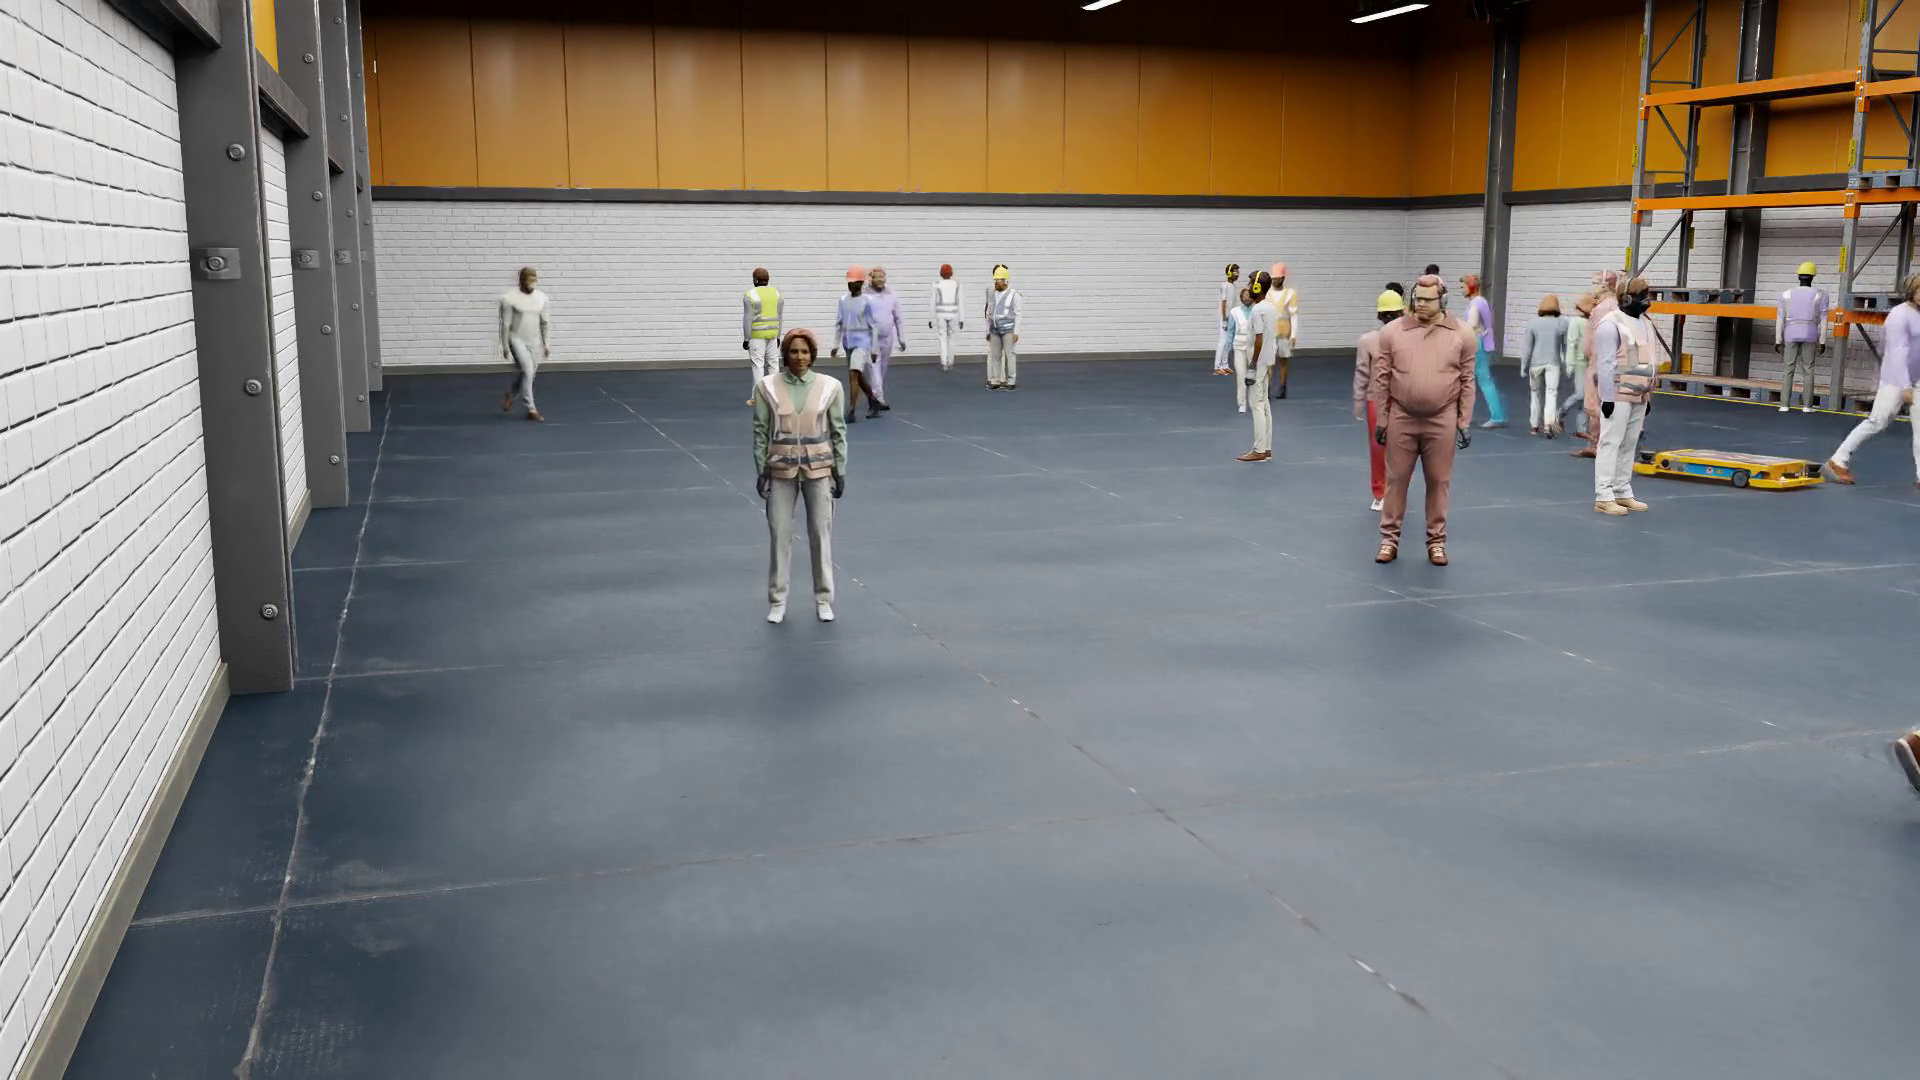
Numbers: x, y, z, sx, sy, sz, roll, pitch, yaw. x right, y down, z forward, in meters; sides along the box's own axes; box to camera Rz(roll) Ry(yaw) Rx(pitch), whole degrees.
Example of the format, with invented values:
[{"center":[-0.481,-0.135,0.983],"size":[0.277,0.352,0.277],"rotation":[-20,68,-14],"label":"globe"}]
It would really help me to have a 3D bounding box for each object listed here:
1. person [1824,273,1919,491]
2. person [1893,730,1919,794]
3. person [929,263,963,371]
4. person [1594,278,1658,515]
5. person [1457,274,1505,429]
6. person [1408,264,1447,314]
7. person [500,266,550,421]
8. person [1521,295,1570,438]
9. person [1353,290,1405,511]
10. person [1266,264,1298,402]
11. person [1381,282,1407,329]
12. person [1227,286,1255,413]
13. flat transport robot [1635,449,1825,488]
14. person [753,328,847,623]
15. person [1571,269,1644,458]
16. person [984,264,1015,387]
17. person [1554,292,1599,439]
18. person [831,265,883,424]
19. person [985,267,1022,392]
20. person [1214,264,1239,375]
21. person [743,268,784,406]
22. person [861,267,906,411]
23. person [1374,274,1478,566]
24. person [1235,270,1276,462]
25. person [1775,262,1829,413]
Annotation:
[{"center":[8.063,-1.362,14.355],"size":[0.619,1.895,1.037],"rotation":[-6,12,-32],"label":"person"},{"center":[3.784,0.236,5.918],"size":[0.655,1.602,0.508],"rotation":[0,10,1],"label":"person"},{"center":[-0.242,-3.887,29.009],"size":[0.595,1.883,0.516],"rotation":[-3,10,-15],"label":"person"},{"center":[5.235,-1.124,13.061],"size":[0.625,1.846,0.429],"rotation":[-8,13,-39],"label":"person"},{"center":[5.924,-2.190,19.392],"size":[0.997,1.783,0.584],"rotation":[4,10,20],"label":"person"},{"center":[6.889,-3.159,24.729],"size":[0.645,1.886,0.746],"rotation":[-3,10,-16],"label":"person"},{"center":[-5.403,-2.415,20.446],"size":[0.845,1.894,0.642],"rotation":[9,13,42],"label":"person"},{"center":[6.532,-1.939,18.539],"size":[0.522,1.585,0.869],"rotation":[3,10,19],"label":"person"},{"center":[3.363,-1.081,13.078],"size":[0.543,1.748,0.461],"rotation":[3,10,19],"label":"person"},{"center":[4.391,-2.857,22.980],"size":[0.563,1.886,0.986],"rotation":[4,11,22],"label":"person"},{"center":[5.326,-2.338,20.521],"size":[0.361,1.683,0.552],"rotation":[5,11,27],"label":"person"},{"center":[3.693,-2.455,21.390],"size":[0.527,1.621,0.506],"rotation":[1,10,8],"label":"person"},{"center":[6.870,-0.652,14.878],"size":[0.652,0.197,1.431],"rotation":[-6,12,-33],"label":"flat transport robot"},{"center":[-0.885,-0.351,9.201],"size":[0.517,1.634,0.313],"rotation":[-1,10,-5],"label":"person"},{"center":[6.393,-1.708,16.328],"size":[0.636,1.892,0.653],"rotation":[7,12,35],"label":"person"},{"center":[0.588,-3.255,25.343],"size":[0.335,1.865,0.520],"rotation":[-8,13,-39],"label":"person"},{"center":[6.846,-1.920,18.339],"size":[0.504,1.616,0.410],"rotation":[-7,12,-34],"label":"person"},{"center":[-1.210,-2.375,20.164],"size":[0.554,1.903,0.951],"rotation":[8,12,38],"label":"person"},{"center":[0.621,-3.098,24.522],"size":[0.600,1.829,0.404],"rotation":[7,12,37],"label":"person"},{"center":[4.514,-3.707,27.981],"size":[0.351,1.860,0.510],"rotation":[6,12,32],"label":"person"},{"center":[-2.656,-2.715,22.280],"size":[0.627,1.844,0.429],"rotation":[-9,13,-42],"label":"person"},{"center":[-1.074,-2.646,21.847],"size":[0.682,1.859,1.002],"rotation":[-4,11,-23],"label":"person"},{"center":[3.033,-0.778,10.896],"size":[0.643,1.902,0.400],"rotation":[3,10,17],"label":"person"},{"center":[2.921,-1.700,16.333],"size":[0.319,1.866,0.532],"rotation":[5,11,26],"label":"person"},{"center":[10.740,-2.579,21.240],"size":[0.594,1.924,0.384],"rotation":[5,11,29],"label":"person"}]
